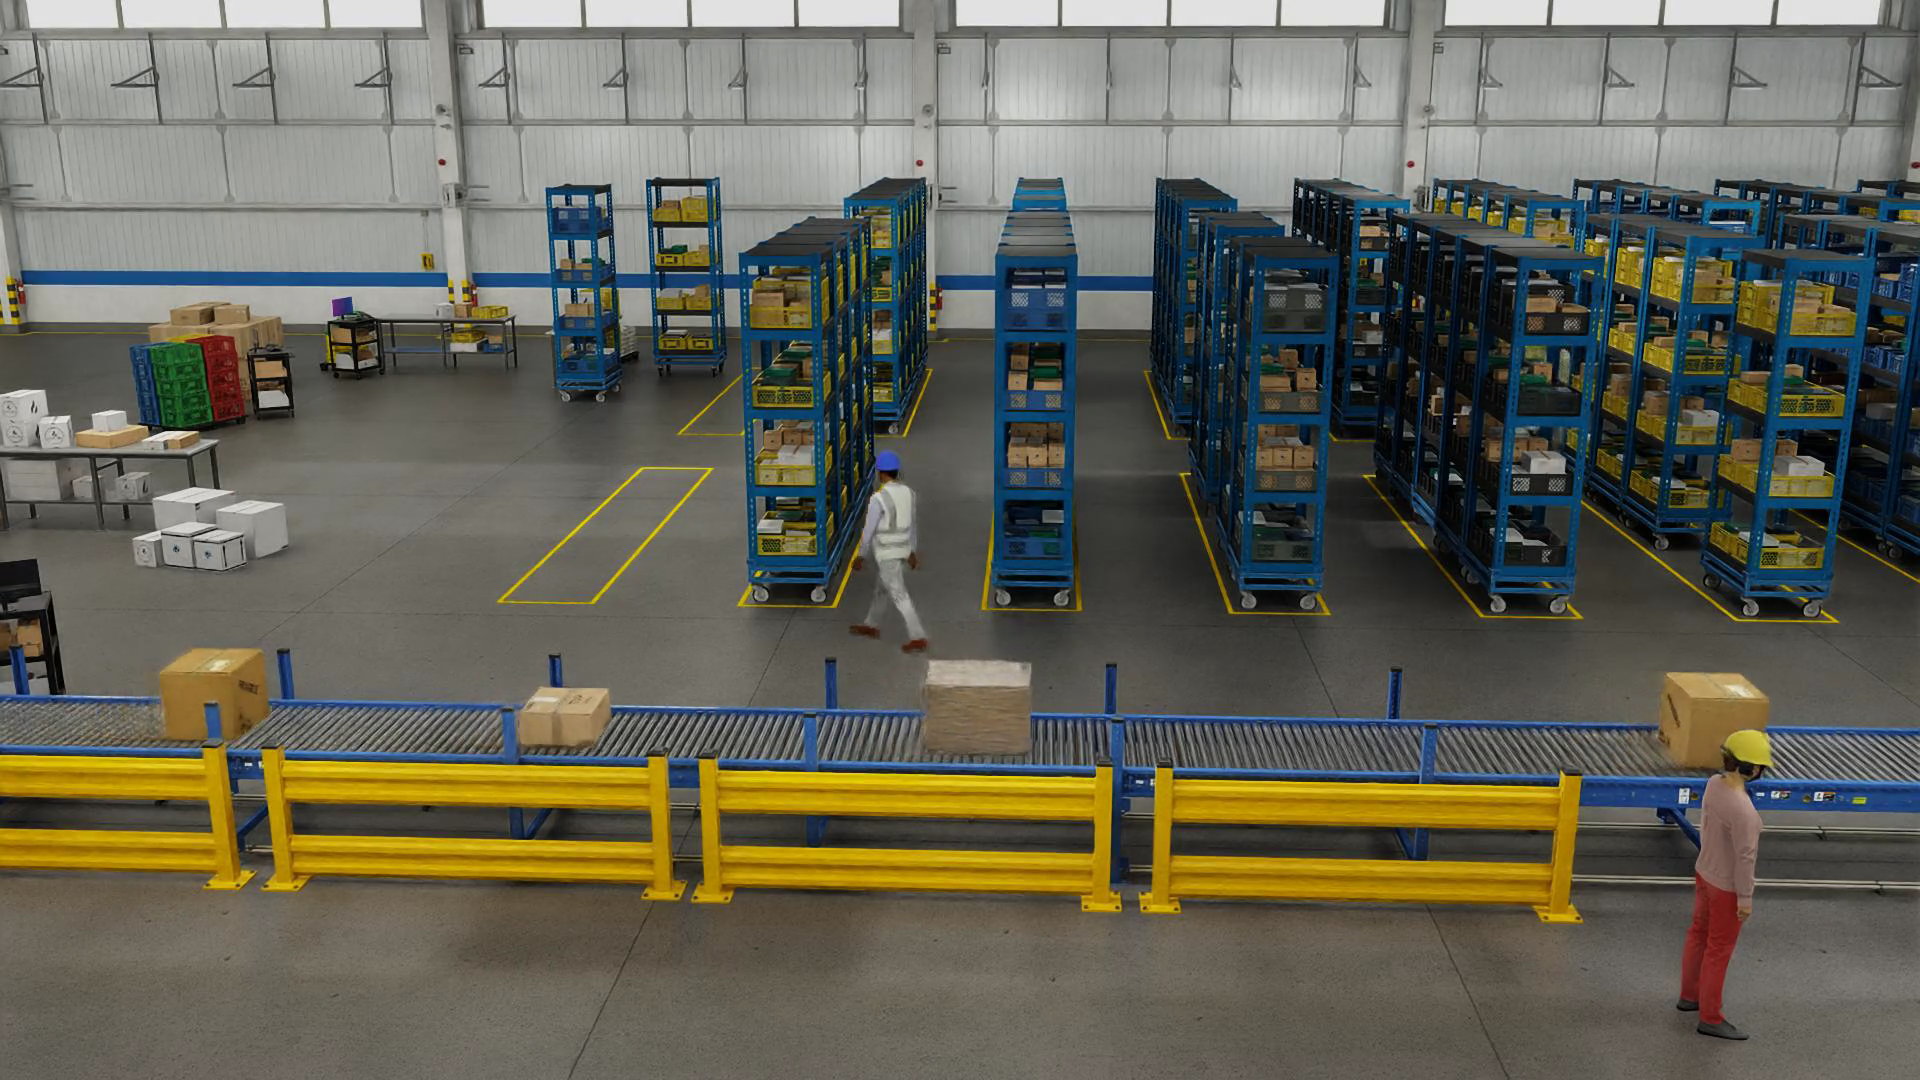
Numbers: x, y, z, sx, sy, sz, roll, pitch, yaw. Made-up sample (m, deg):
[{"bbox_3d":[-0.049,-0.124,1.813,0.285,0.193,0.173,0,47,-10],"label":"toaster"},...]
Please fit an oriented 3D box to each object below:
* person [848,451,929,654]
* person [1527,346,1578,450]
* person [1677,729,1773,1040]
[{"bbox_3d":[-0.655,0.105,15.567,0.992,1.900,0.606,8,17,28],"label":"person"},{"bbox_3d":[8.682,-2.190,24.255,0.715,1.807,0.606,-1,15,-4],"label":"person"},{"bbox_3d":[4.249,1.884,9.206,0.315,1.766,0.523,0,15,1],"label":"person"}]
